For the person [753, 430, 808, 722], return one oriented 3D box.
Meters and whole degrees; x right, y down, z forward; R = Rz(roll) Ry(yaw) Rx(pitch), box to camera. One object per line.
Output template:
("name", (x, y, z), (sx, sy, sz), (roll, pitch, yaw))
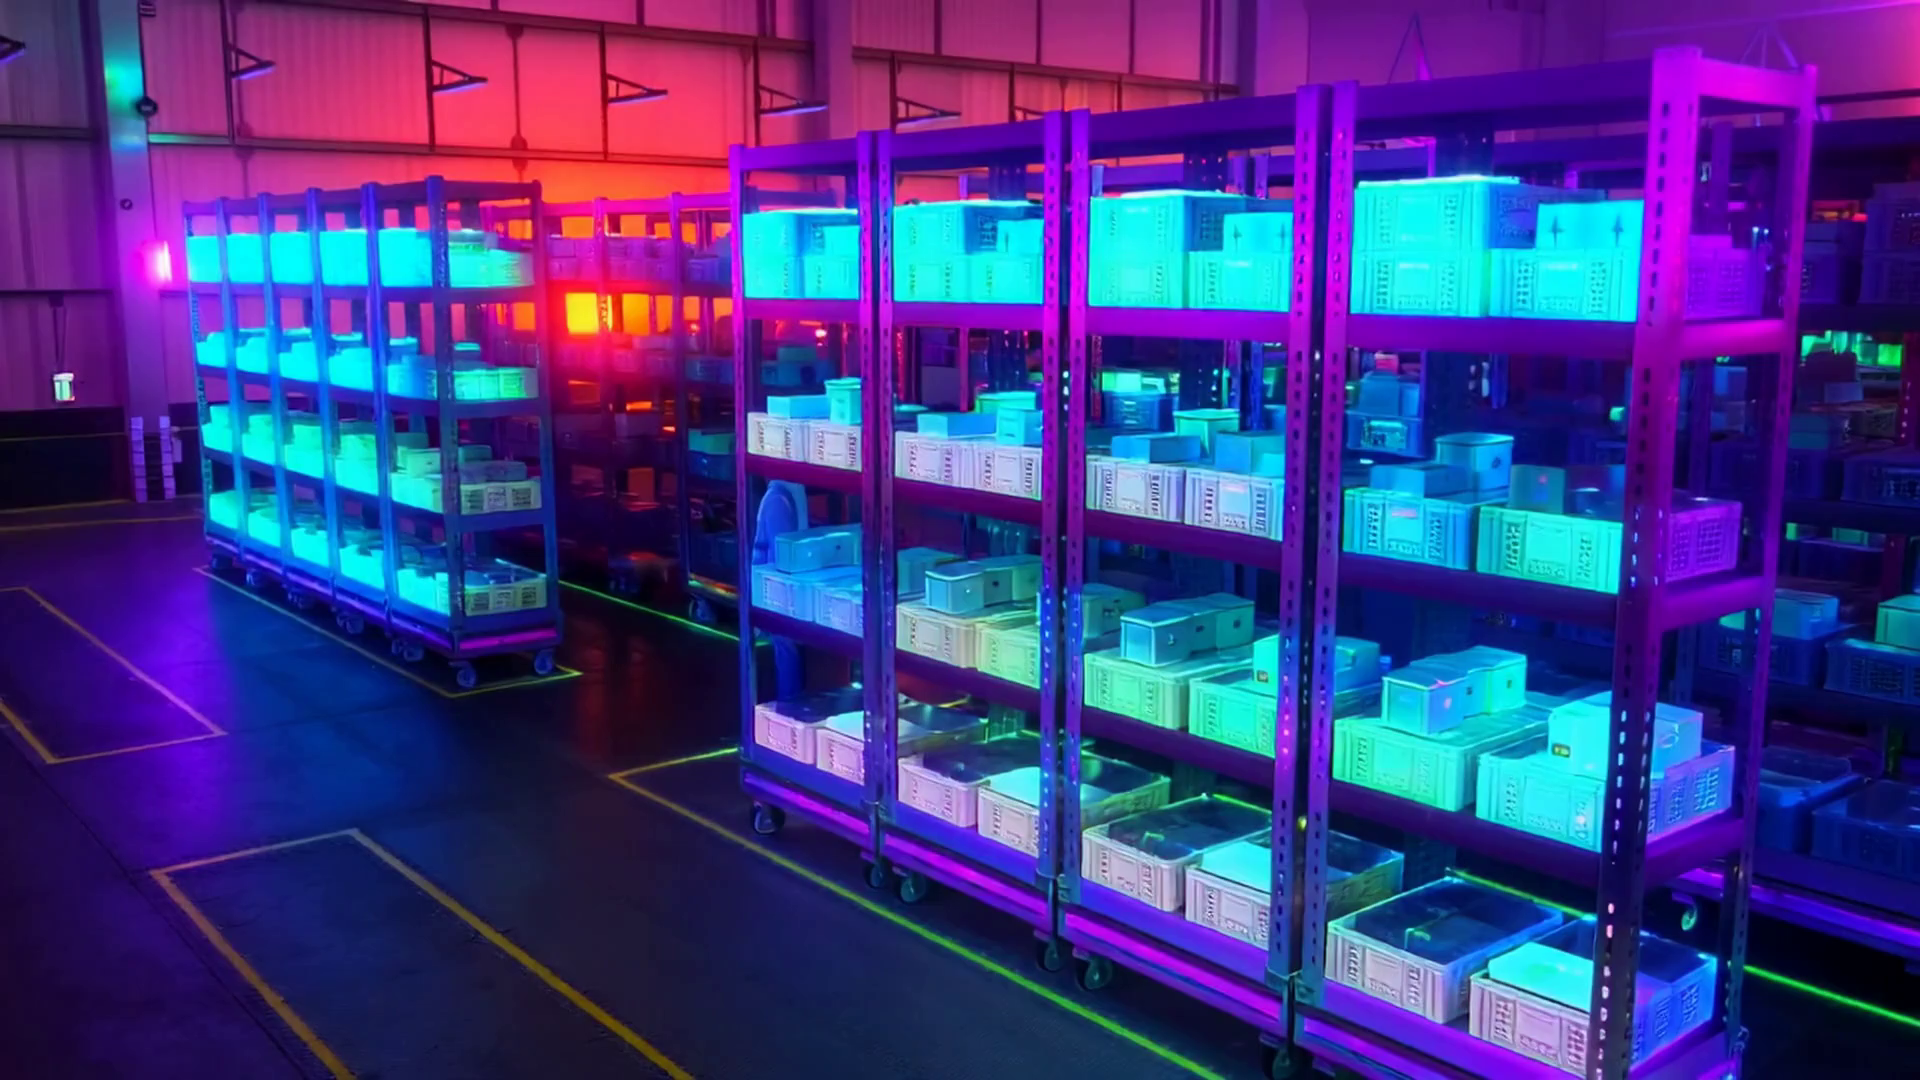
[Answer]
("person", (-1.189, 0.232, 11.007), (0.394, 1.943, 0.602), (1, 9, 4))
